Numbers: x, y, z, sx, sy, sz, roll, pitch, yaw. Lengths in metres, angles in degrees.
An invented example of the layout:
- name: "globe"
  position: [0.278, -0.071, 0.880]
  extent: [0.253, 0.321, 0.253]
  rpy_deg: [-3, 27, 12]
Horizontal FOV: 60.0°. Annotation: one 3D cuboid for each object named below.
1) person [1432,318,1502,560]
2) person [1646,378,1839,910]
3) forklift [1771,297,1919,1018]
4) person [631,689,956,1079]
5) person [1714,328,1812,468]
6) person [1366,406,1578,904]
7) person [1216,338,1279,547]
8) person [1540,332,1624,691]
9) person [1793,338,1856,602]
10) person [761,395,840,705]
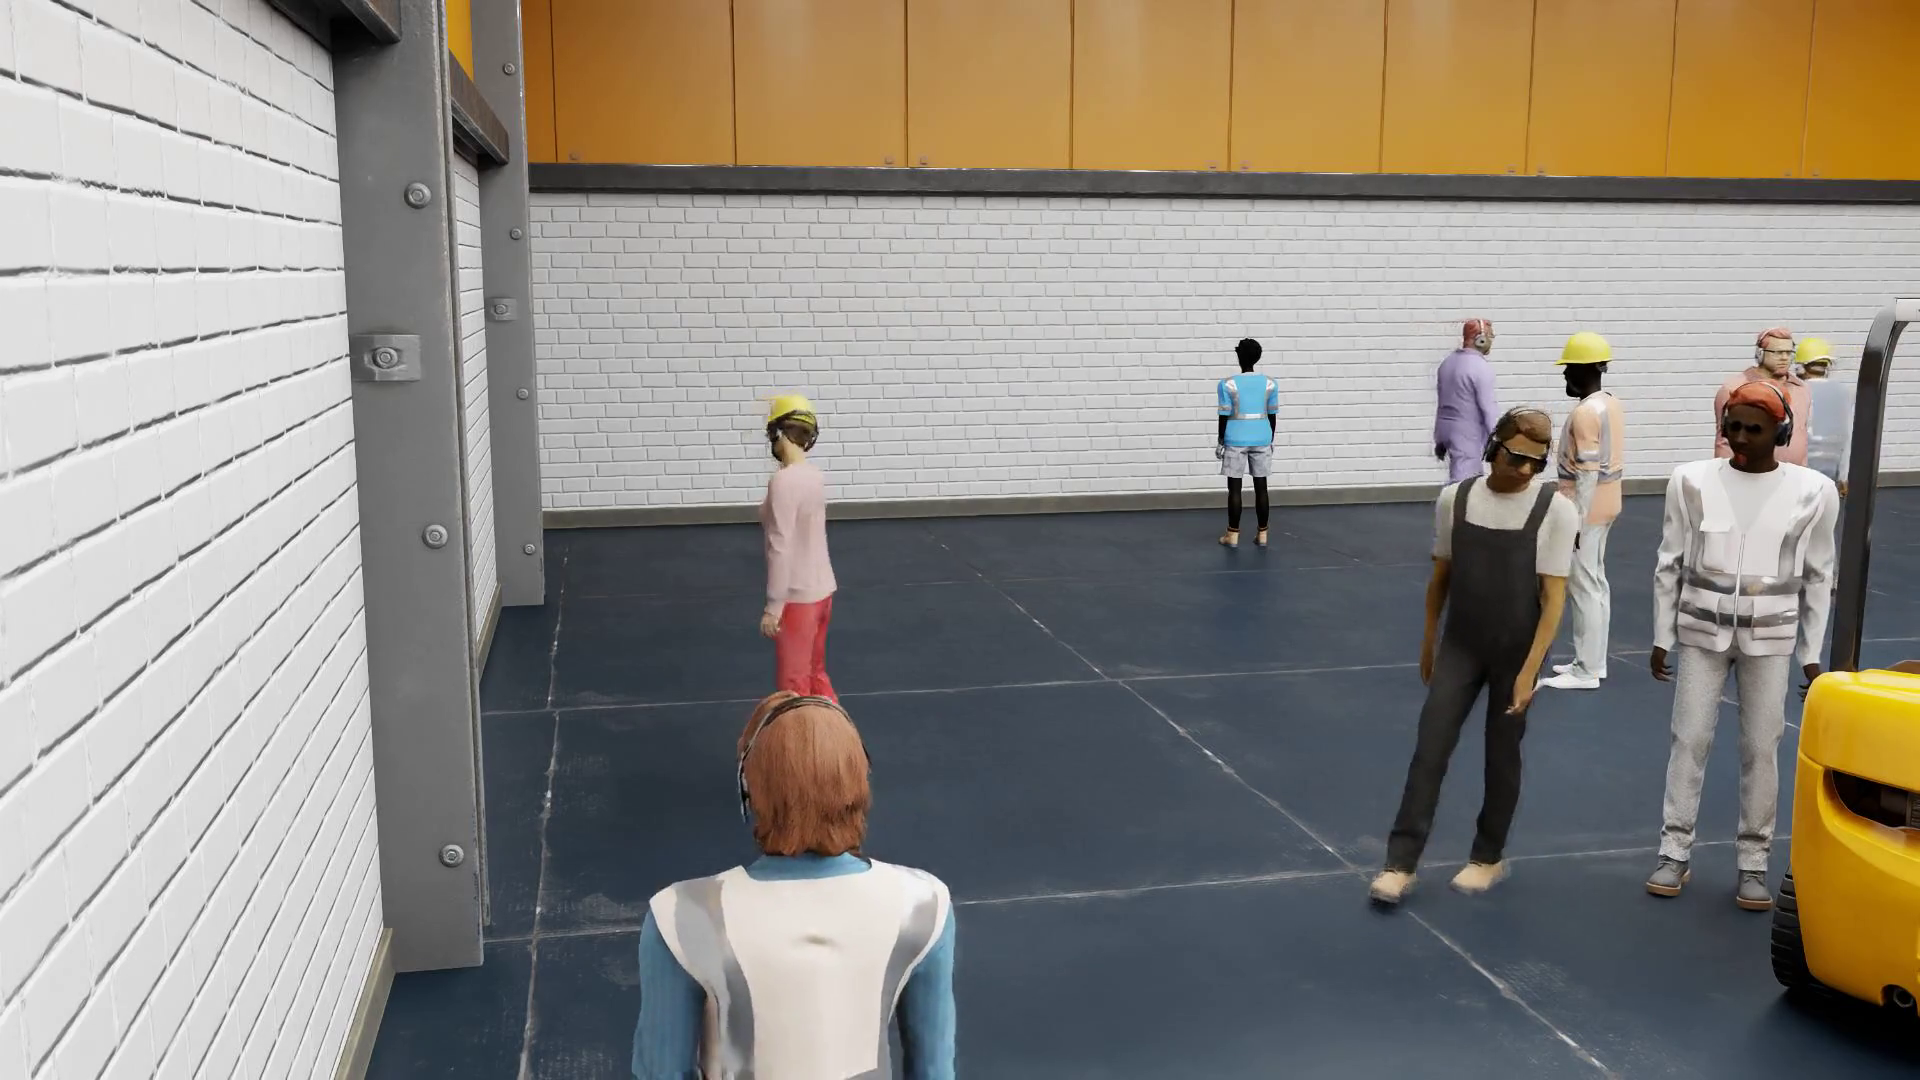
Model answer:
- name: "person"
  position: [4.057, -0.770, 12.886]
  extent: [0.878, 1.870, 0.664]
  rpy_deg: [-2, 9, -10]
- name: "person"
  position: [2.759, 0.367, 5.911]
  extent: [0.572, 1.886, 0.354]
  rpy_deg: [5, 11, 28]
- name: "forklift"
  position: [3.542, 0.334, 5.177]
  extent: [2.313, 2.155, 1.214]
  rpy_deg: [-9, 13, -43]
- name: "person"
  position: [-0.228, 1.046, 2.558]
  extent: [0.516, 1.622, 0.658]
  rpy_deg: [-4, 10, -22]
- name: "person"
  position: [4.902, -0.335, 10.129]
  extent: [0.651, 1.905, 0.409]
  rpy_deg: [-2, 10, -14]
- name: "person"
  position: [1.816, 0.431, 5.804]
  extent: [0.546, 1.795, 0.782]
  rpy_deg: [6, 11, 34]
- name: "person"
  position: [2.323, -0.783, 13.496]
  extent: [0.532, 1.696, 0.319]
  rpy_deg: [-2, 10, -11]
- name: "person"
  position: [3.345, -0.152, 8.951]
  extent: [0.382, 1.924, 0.594]
  rpy_deg: [6, 11, 32]
- name: "person"
  position: [5.808, -0.498, 11.502]
  extent: [0.599, 1.782, 0.926]
  rpy_deg: [-3, 10, -15]
- name: "person"
  position: [-0.659, 0.264, 7.038]
  extent: [0.373, 1.728, 0.617]
  rpy_deg: [2, 9, 11]
